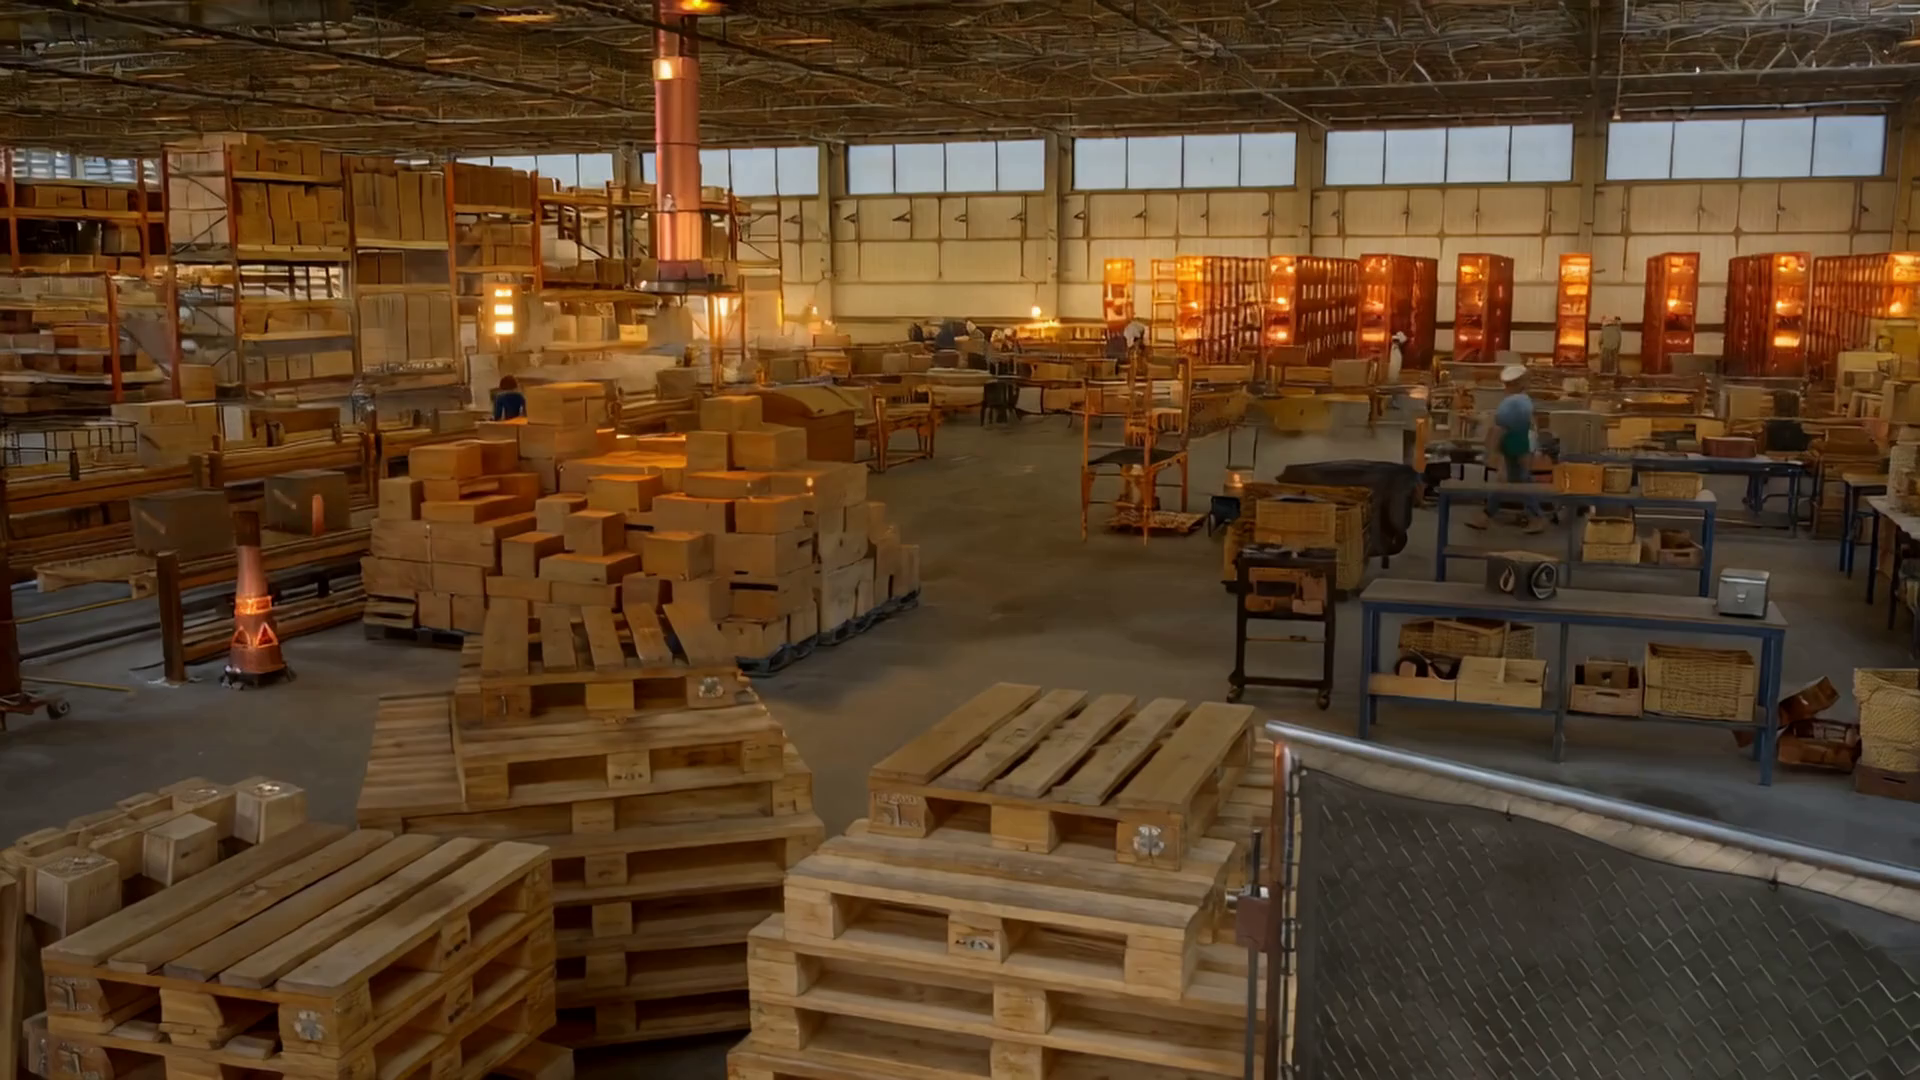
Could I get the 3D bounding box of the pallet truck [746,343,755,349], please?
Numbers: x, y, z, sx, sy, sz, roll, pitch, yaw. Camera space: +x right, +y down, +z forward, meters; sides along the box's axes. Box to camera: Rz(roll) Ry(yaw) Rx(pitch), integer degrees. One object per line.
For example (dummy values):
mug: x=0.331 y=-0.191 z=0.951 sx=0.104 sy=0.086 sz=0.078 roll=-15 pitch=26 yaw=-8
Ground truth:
pallet truck: x=-6.183 y=-4.618 z=44.264 sx=1.601 sy=1.201 sz=0.680 roll=-9 pitch=12 yaw=-43

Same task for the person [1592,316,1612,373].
person: x=19.557 y=-5.895 z=50.512 sx=0.749 sy=1.812 sz=0.592 roll=-2 pitch=9 yaw=-11

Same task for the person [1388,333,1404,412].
person: x=9.691 y=-3.719 z=36.957 sx=0.327 sy=1.760 sz=0.523 roll=2 pitch=9 yaw=15

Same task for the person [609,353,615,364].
person: x=-10.820 y=-6.034 z=51.497 sx=0.540 sy=1.751 sz=0.530 roll=3 pitch=10 yaw=21

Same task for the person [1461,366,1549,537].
person: x=6.446 y=-1.032 z=19.425 sx=1.091 sy=1.986 sz=0.622 roll=7 pitch=12 yaw=39

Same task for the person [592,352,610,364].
person: x=-10.289 y=-5.392 z=47.754 sx=0.531 sy=1.662 sz=0.838 roll=-1 pitch=9 yaw=-7

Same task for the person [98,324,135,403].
person: x=-20.256 y=-4.235 z=39.856 sx=0.553 sy=1.883 sz=1.046 roll=4 pitch=10 yaw=26

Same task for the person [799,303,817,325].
person: x=-5.919 y=-8.284 z=64.991 sx=0.760 sy=1.944 sz=0.881 roll=0 pitch=9 yaw=-1

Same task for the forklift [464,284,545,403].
forklift: x=-10.832 y=-4.702 z=39.610 sx=1.129 sy=2.768 sz=1.873 roll=3 pitch=10 yaw=20

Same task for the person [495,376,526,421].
person: x=-6.319 y=-1.497 z=23.421 sx=0.280 sy=1.624 sz=0.493 roll=7 pitch=11 yaw=37

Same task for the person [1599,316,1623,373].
person: x=19.702 y=-5.885 z=50.399 sx=0.676 sy=1.813 sz=0.391 roll=5 pitch=10 yaw=28

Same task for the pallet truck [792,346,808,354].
pallet truck: x=-3.705 y=-4.298 z=42.022 sx=0.653 sy=1.274 sz=1.630 roll=3 pitch=10 yaw=20

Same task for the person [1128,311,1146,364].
person: x=5.450 y=-6.072 z=51.161 sx=0.602 sy=1.940 sz=0.401 roll=-5 pitch=10 yaw=-26

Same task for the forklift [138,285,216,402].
forklift: x=-17.480 y=-4.200 z=36.461 sx=1.873 sy=2.768 sz=1.129 roll=3 pitch=10 yaw=19

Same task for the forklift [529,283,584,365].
forklift: x=-11.105 y=-5.554 z=44.964 sx=1.129 sy=2.768 sz=1.873 roll=3 pitch=10 yaw=20
